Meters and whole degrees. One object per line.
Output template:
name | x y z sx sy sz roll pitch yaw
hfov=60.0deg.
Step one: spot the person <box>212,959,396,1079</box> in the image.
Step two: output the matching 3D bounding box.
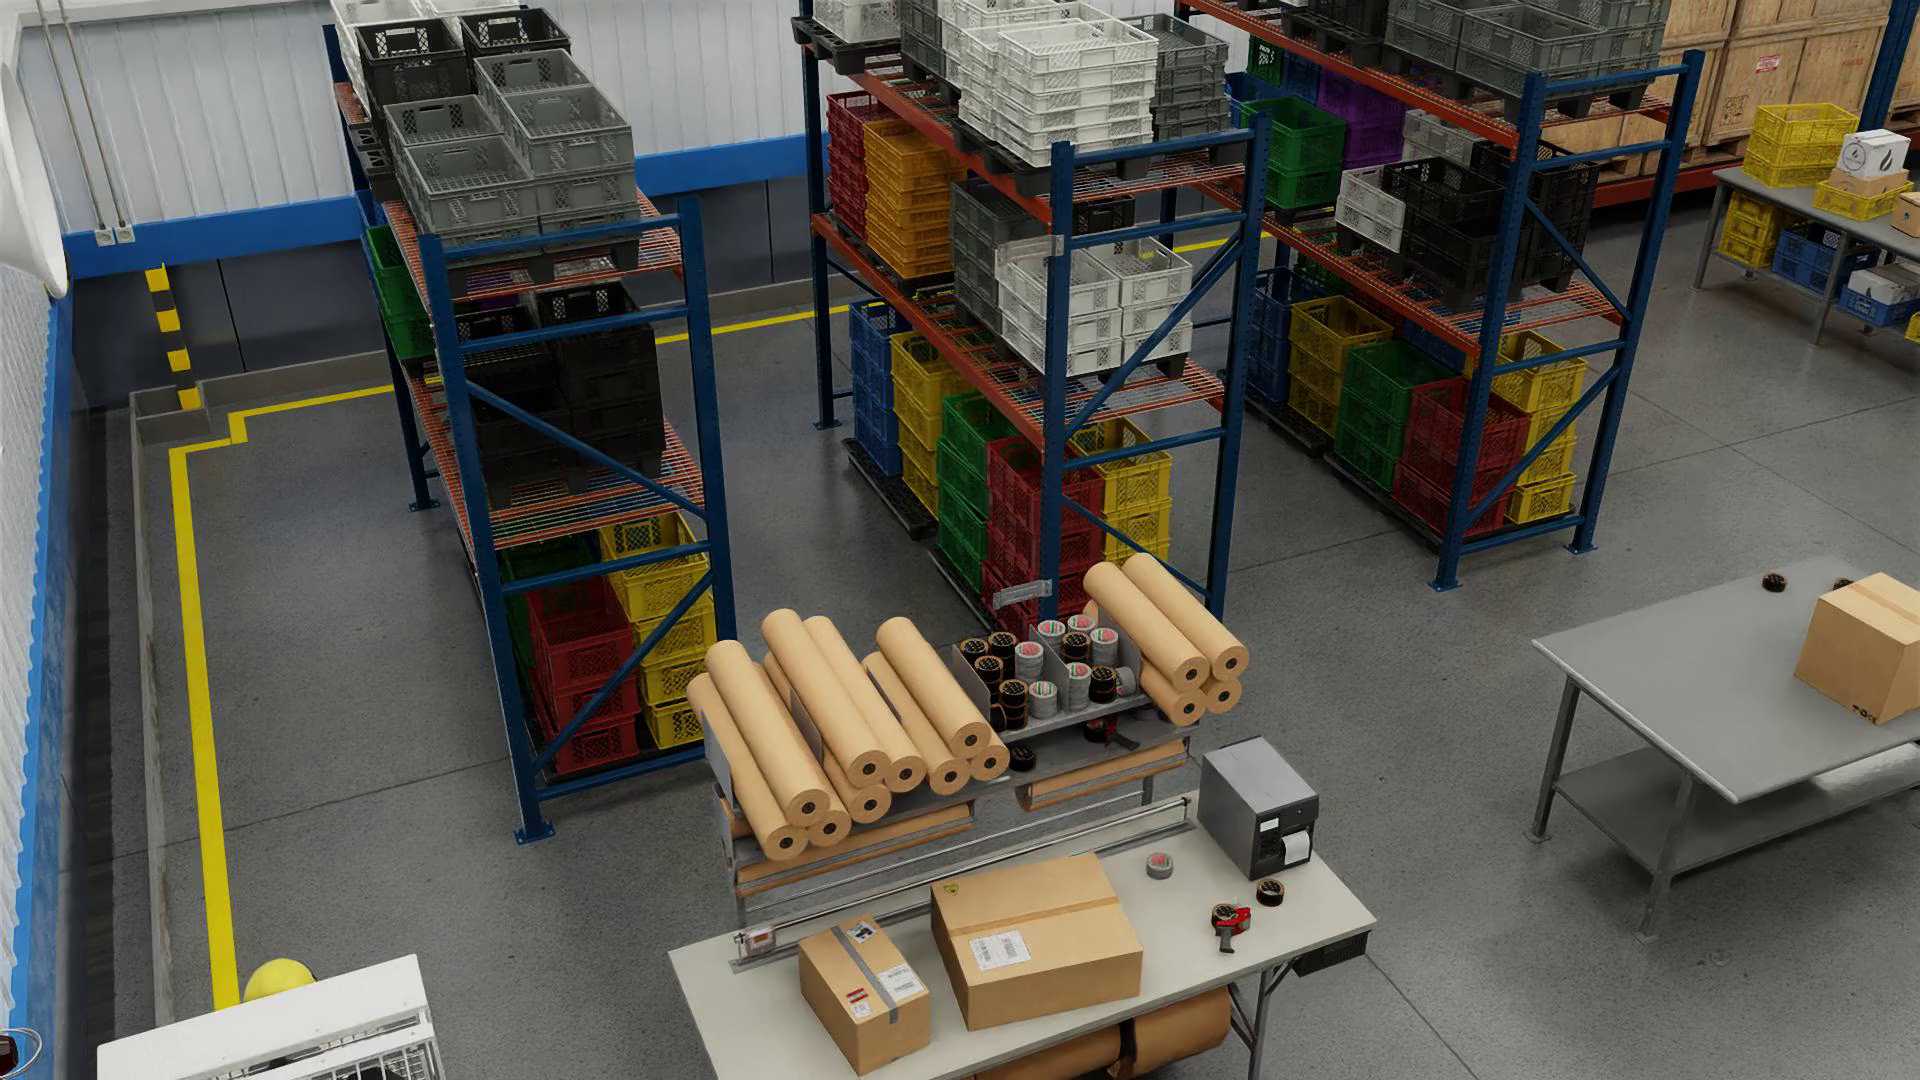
person | -2.010 1.990 5.311 0.532 1.765 0.318 -20 37 -29
